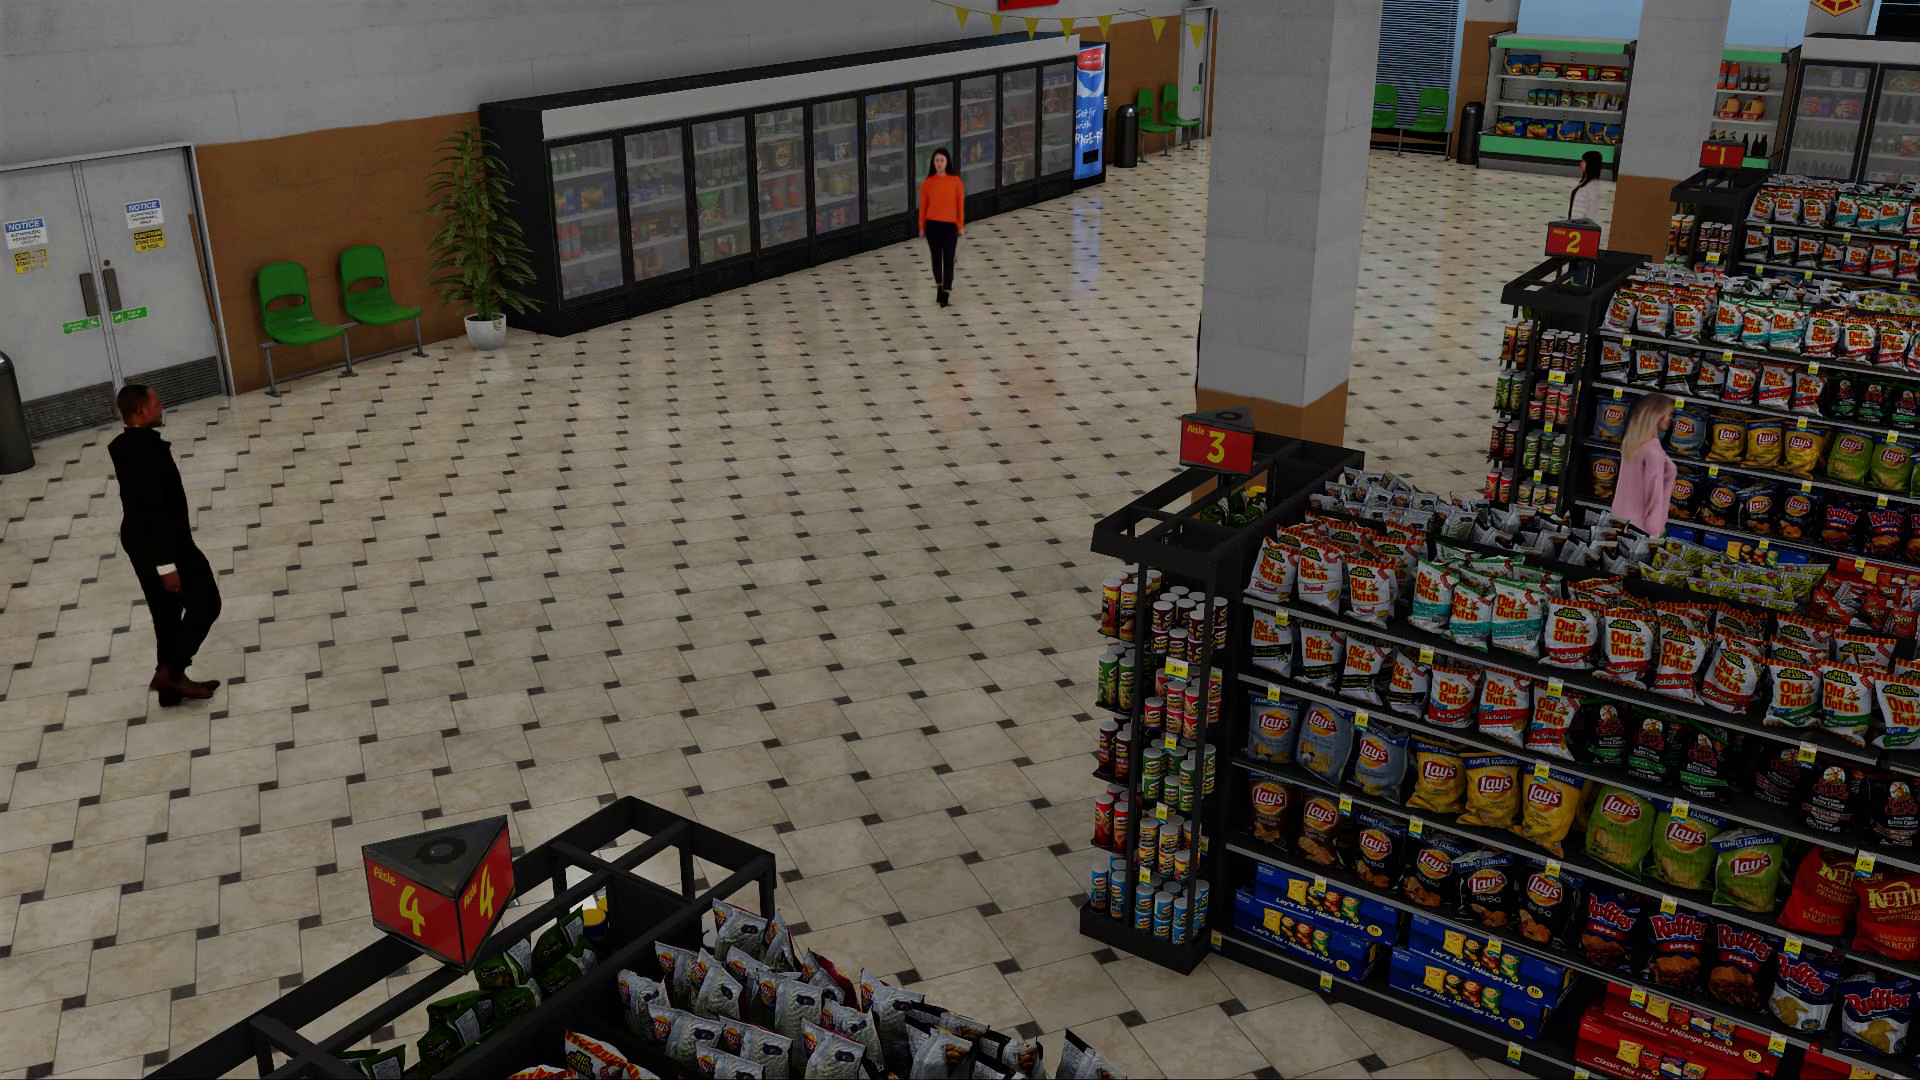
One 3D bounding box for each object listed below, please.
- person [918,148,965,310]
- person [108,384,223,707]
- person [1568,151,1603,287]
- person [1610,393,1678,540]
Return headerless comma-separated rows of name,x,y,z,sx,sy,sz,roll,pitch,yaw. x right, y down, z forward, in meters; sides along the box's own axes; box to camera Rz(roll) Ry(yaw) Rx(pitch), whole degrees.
person,-0.189,-3.413,18.214,1.116,1.712,1.022,2,22,6
person,-4.551,0.073,9.287,0.853,1.899,0.691,-18,28,-38
person,6.973,-3.522,18.586,0.715,1.638,0.705,2,22,5
person,4.013,-0.067,9.919,0.721,1.688,0.685,-1,22,-2
